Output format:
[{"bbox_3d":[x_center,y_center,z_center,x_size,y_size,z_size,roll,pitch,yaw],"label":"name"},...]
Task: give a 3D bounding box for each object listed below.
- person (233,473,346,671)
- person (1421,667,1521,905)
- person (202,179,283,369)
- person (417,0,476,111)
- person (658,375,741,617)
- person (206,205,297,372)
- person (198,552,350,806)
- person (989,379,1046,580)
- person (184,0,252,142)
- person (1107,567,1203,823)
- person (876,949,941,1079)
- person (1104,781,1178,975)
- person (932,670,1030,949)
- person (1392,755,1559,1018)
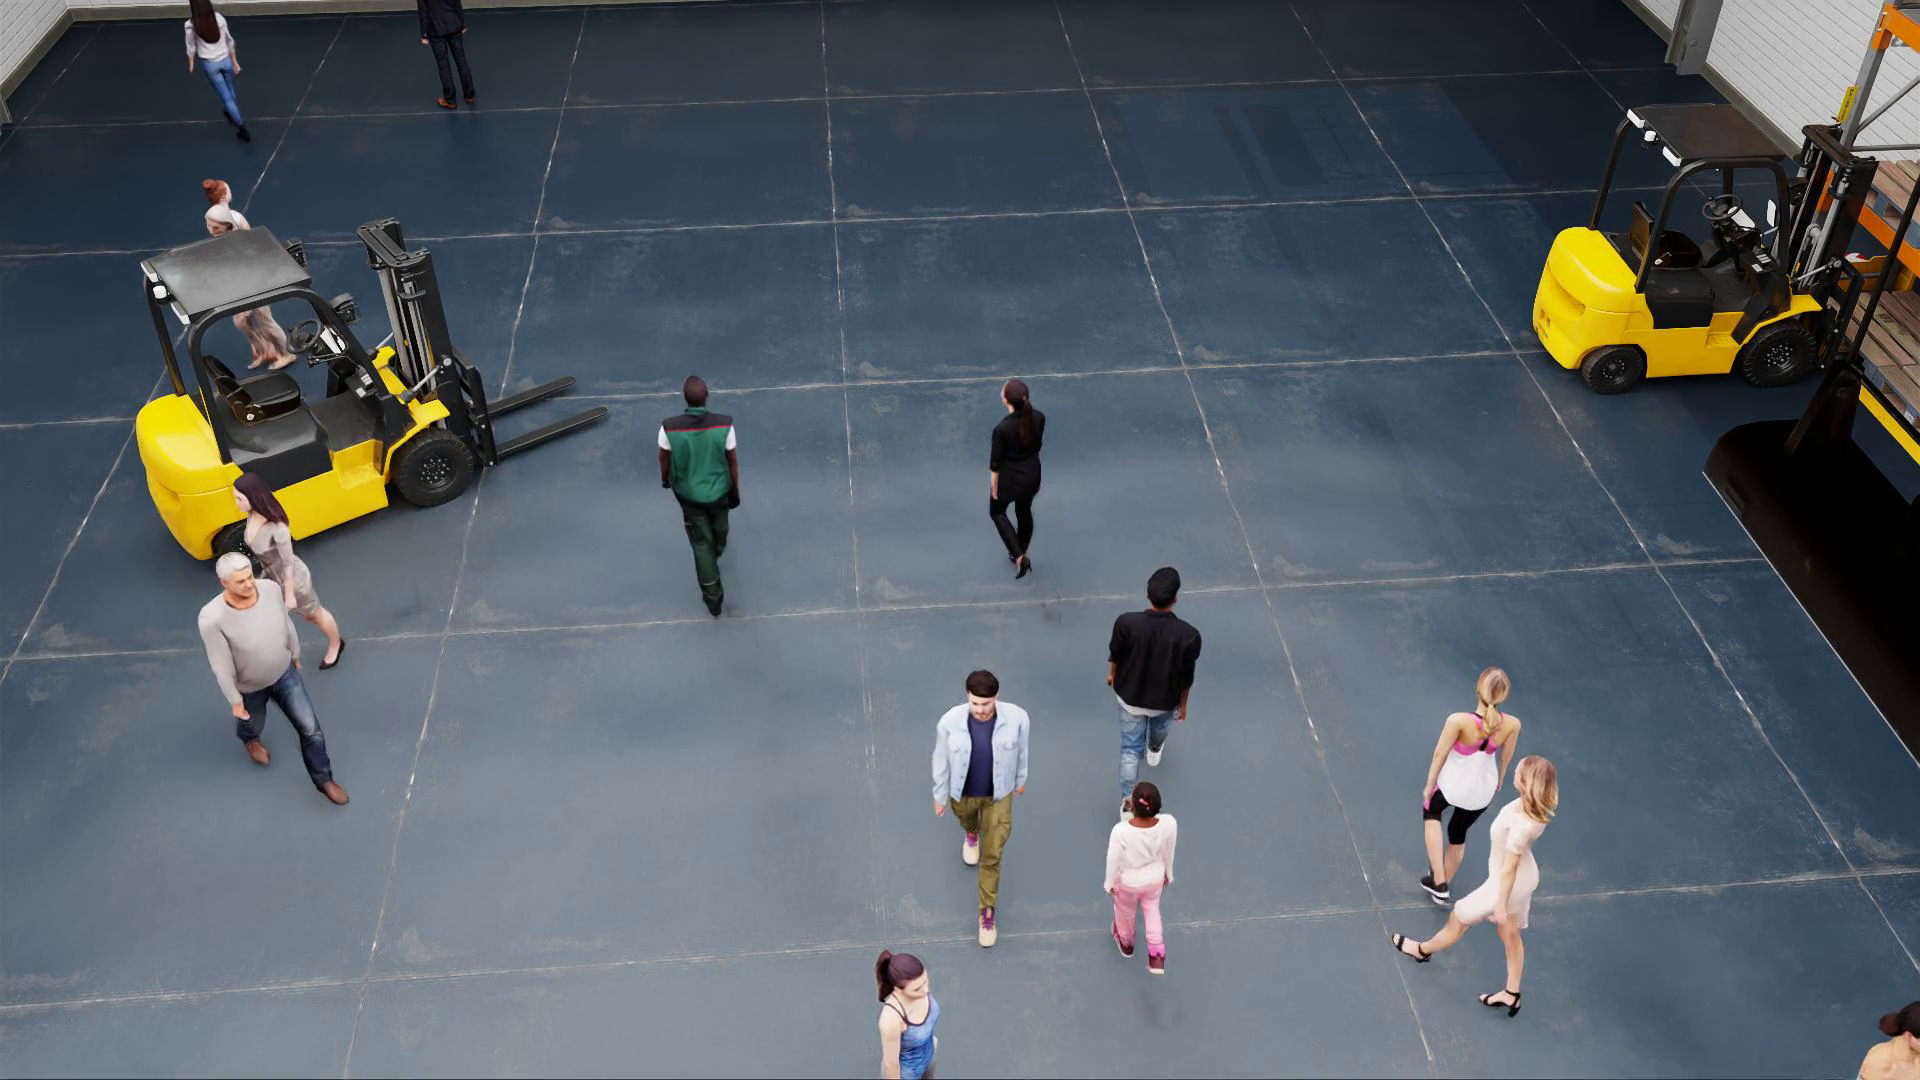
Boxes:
[{"bbox_3d":[-4.418,0.235,11.092,1.007,1.712,1.081,26,45,29],"label":"person"},{"bbox_3d":[2.885,1.484,9.479,0.651,1.773,0.649,0,39,0],"label":"person"},{"bbox_3d":[-6.103,-2.261,14.155,0.635,1.791,0.625,13,41,16],"label":"person"},{"bbox_3d":[-5.723,-5.680,18.429,0.775,1.800,0.784,-26,46,-29],"label":"person"},{"bbox_3d":[-1.794,-0.270,11.667,0.813,1.784,1.201,-9,40,-11],"label":"person"},{"bbox_3d":[-5.990,-2.145,14.114,0.853,1.661,0.791,-25,45,-28],"label":"person"},{"bbox_3d":[-4.351,0.814,10.239,1.304,1.871,1.217,30,47,32],"label":"person"},{"bbox_3d":[0.455,-0.378,11.911,0.748,1.648,0.838,-20,43,-23],"label":"person"},{"bbox_3d":[-7.897,-5.038,17.789,1.063,1.596,0.977,30,47,32],"label":"person"},{"bbox_3d":[1.128,0.982,10.112,0.924,1.769,1.242,7,39,9],"label":"person"},{"bbox_3d":[-0.246,2.580,8.239,0.717,1.609,0.617,16,41,19],"label":"person"},{"bbox_3d":[1.013,1.902,9.226,0.600,1.436,0.801,-8,39,-10],"label":"person"},{"bbox_3d":[0.113,1.384,9.611,0.794,1.766,1.198,1,39,2],"label":"person"},{"bbox_3d":[3.027,1.913,8.924,1.060,1.796,0.996,26,46,29],"label":"person"}]
